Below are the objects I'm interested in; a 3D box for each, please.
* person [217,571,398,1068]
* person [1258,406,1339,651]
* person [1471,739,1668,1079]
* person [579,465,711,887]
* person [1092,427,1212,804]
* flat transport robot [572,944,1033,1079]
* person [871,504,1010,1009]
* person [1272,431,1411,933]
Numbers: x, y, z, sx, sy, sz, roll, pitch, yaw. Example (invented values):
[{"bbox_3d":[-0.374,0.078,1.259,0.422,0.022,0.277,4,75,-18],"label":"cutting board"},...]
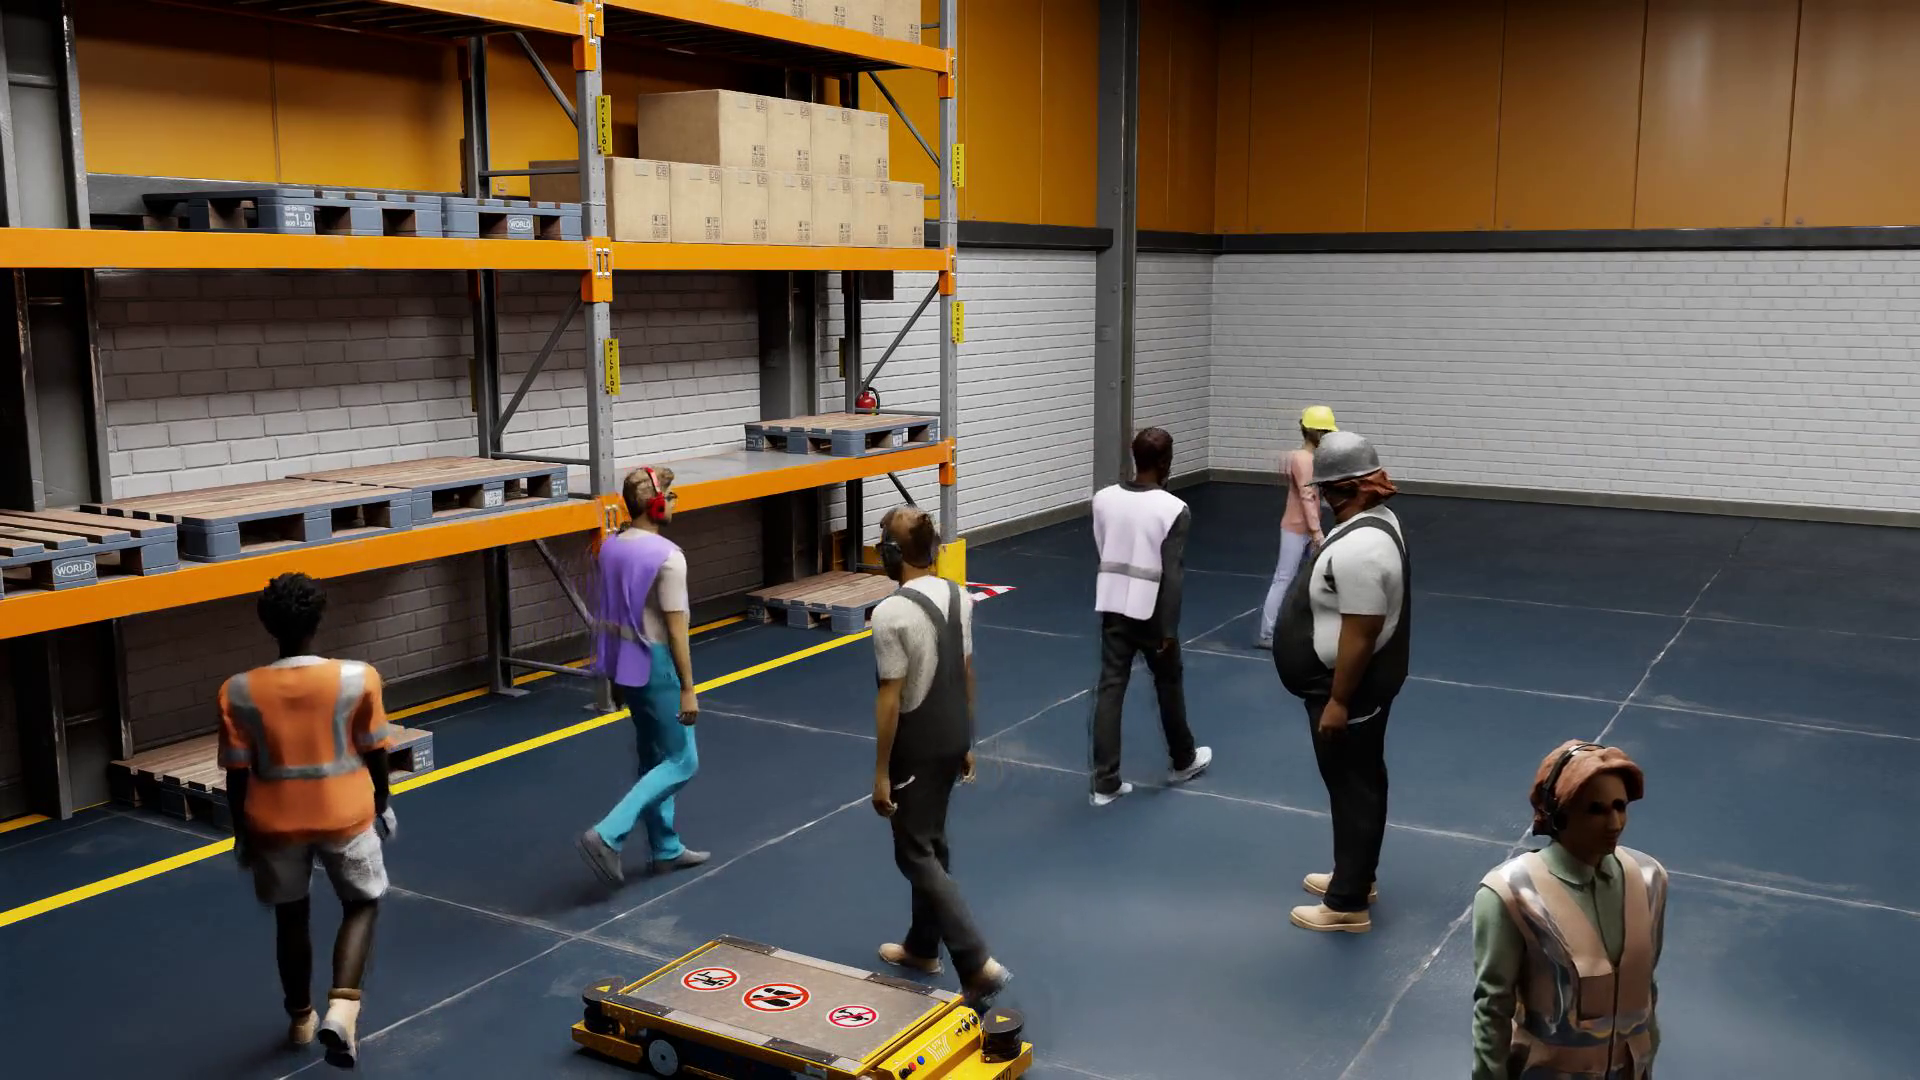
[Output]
[{"bbox_3d":[-2.148,0.939,5.483,0.543,1.676,0.602,-2,9,-13],"label":"person"},{"bbox_3d":[2.486,-0.052,11.529,0.853,1.732,0.547,4,10,25],"label":"person"},{"bbox_3d":[1.342,1.244,3.704,0.515,1.640,0.307,-4,10,-23],"label":"person"},{"bbox_3d":[-1.360,0.595,7.146,0.605,1.833,0.580,-8,12,-40],"label":"person"},{"bbox_3d":[0.972,0.362,8.495,0.592,1.873,0.939,7,11,37],"label":"person"},{"bbox_3d":[-0.539,1.630,5.552,1.431,0.197,0.652,5,11,30],"label":"flat transport robot"},{"bbox_3d":[-0.091,0.785,6.057,0.594,1.848,0.547,7,11,36],"label":"person"},{"bbox_3d":[1.538,0.555,6.758,0.536,2.000,0.672,4,10,22],"label":"person"}]
